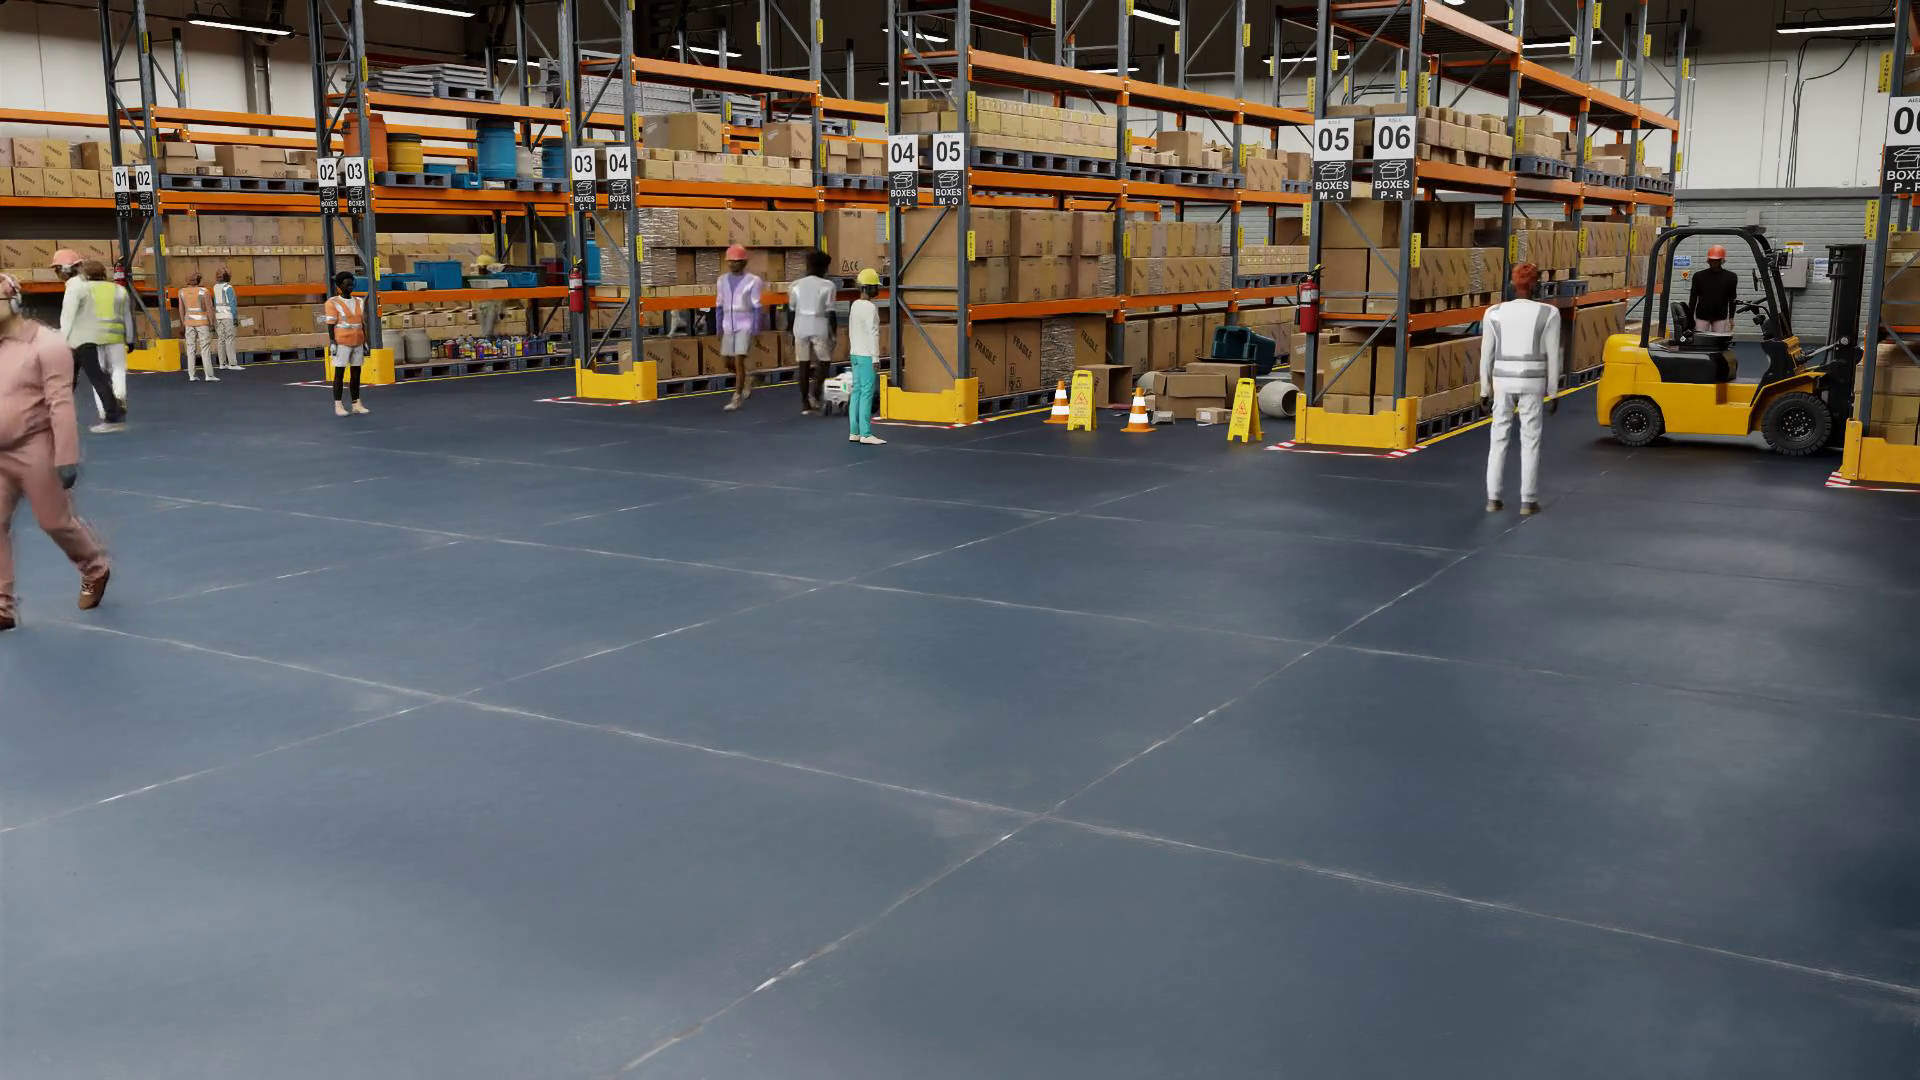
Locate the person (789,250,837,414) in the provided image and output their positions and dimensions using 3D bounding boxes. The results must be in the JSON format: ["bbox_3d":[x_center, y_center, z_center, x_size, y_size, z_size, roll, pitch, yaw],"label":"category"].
[{"bbox_3d":[-1.747,-2.460,19.735,0.645,1.941,0.434,2,10,11],"label":"person"}]

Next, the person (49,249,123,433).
[{"bbox_3d":[-9.454,-2.090,17.632,0.977,1.943,0.637,-5,11,-26],"label":"person"}]

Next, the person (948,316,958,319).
[{"bbox_3d":[0.039,-3.524,25.576,0.642,1.982,0.435,9,14,43],"label":"person"}]

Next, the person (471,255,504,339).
[{"bbox_3d":[-7.977,-3.876,28.023,0.594,1.817,0.513,6,12,30],"label":"person"}]

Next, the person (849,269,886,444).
[{"bbox_3d":[-0.939,-1.847,16.834,0.342,1.763,0.535,-5,11,-27],"label":"person"}]

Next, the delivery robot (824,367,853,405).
[{"bbox_3d":[-1.311,-1.816,19.760,0.477,0.478,0.707,5,11,28],"label":"delivery robot"}]

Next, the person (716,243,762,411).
[{"bbox_3d":[-2.672,-2.596,20.289,0.633,2.020,0.684,4,11,21],"label":"person"}]

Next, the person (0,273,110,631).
[{"bbox_3d":[-4.964,-0.481,8.849,0.649,1.873,0.897,1,10,7],"label":"person"}]

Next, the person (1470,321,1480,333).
[{"bbox_3d":[9.045,-4.017,28.731,0.561,1.847,0.390,2,10,11],"label":"person"}]

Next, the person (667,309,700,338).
[{"bbox_3d":[-5.737,-5.010,34.150,0.645,1.910,0.971,10,14,43],"label":"person"}]

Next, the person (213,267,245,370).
[{"bbox_3d":[-11.709,-3.524,26.554,0.522,1.640,0.306,7,12,34],"label":"person"}]

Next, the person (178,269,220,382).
[{"bbox_3d":[-11.155,-3.129,24.341,0.514,1.641,0.307,1,10,5],"label":"person"}]

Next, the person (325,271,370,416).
[{"bbox_3d":[-7.199,-2.307,19.574,0.319,1.695,0.539,6,12,32],"label":"person"}]

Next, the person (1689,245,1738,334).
[{"bbox_3d":[10.658,-3.168,23.571,0.613,1.991,0.392,4,11,23],"label":"person"}]

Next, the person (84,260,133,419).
[{"bbox_3d":[-9.851,-2.293,19.113,0.645,1.831,0.507,-6,12,-30],"label":"person"}]

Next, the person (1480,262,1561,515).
[{"bbox_3d":[4.188,-1.127,12.450,0.577,1.880,0.348,6,12,31],"label":"person"}]

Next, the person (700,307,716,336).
[{"bbox_3d":[-3.797,-3.496,25.610,0.390,1.920,0.588,-4,11,-20],"label":"person"}]

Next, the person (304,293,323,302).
[{"bbox_3d":[-12.036,-4.391,31.061,0.528,1.764,0.330,9,13,41],"label":"person"}]
